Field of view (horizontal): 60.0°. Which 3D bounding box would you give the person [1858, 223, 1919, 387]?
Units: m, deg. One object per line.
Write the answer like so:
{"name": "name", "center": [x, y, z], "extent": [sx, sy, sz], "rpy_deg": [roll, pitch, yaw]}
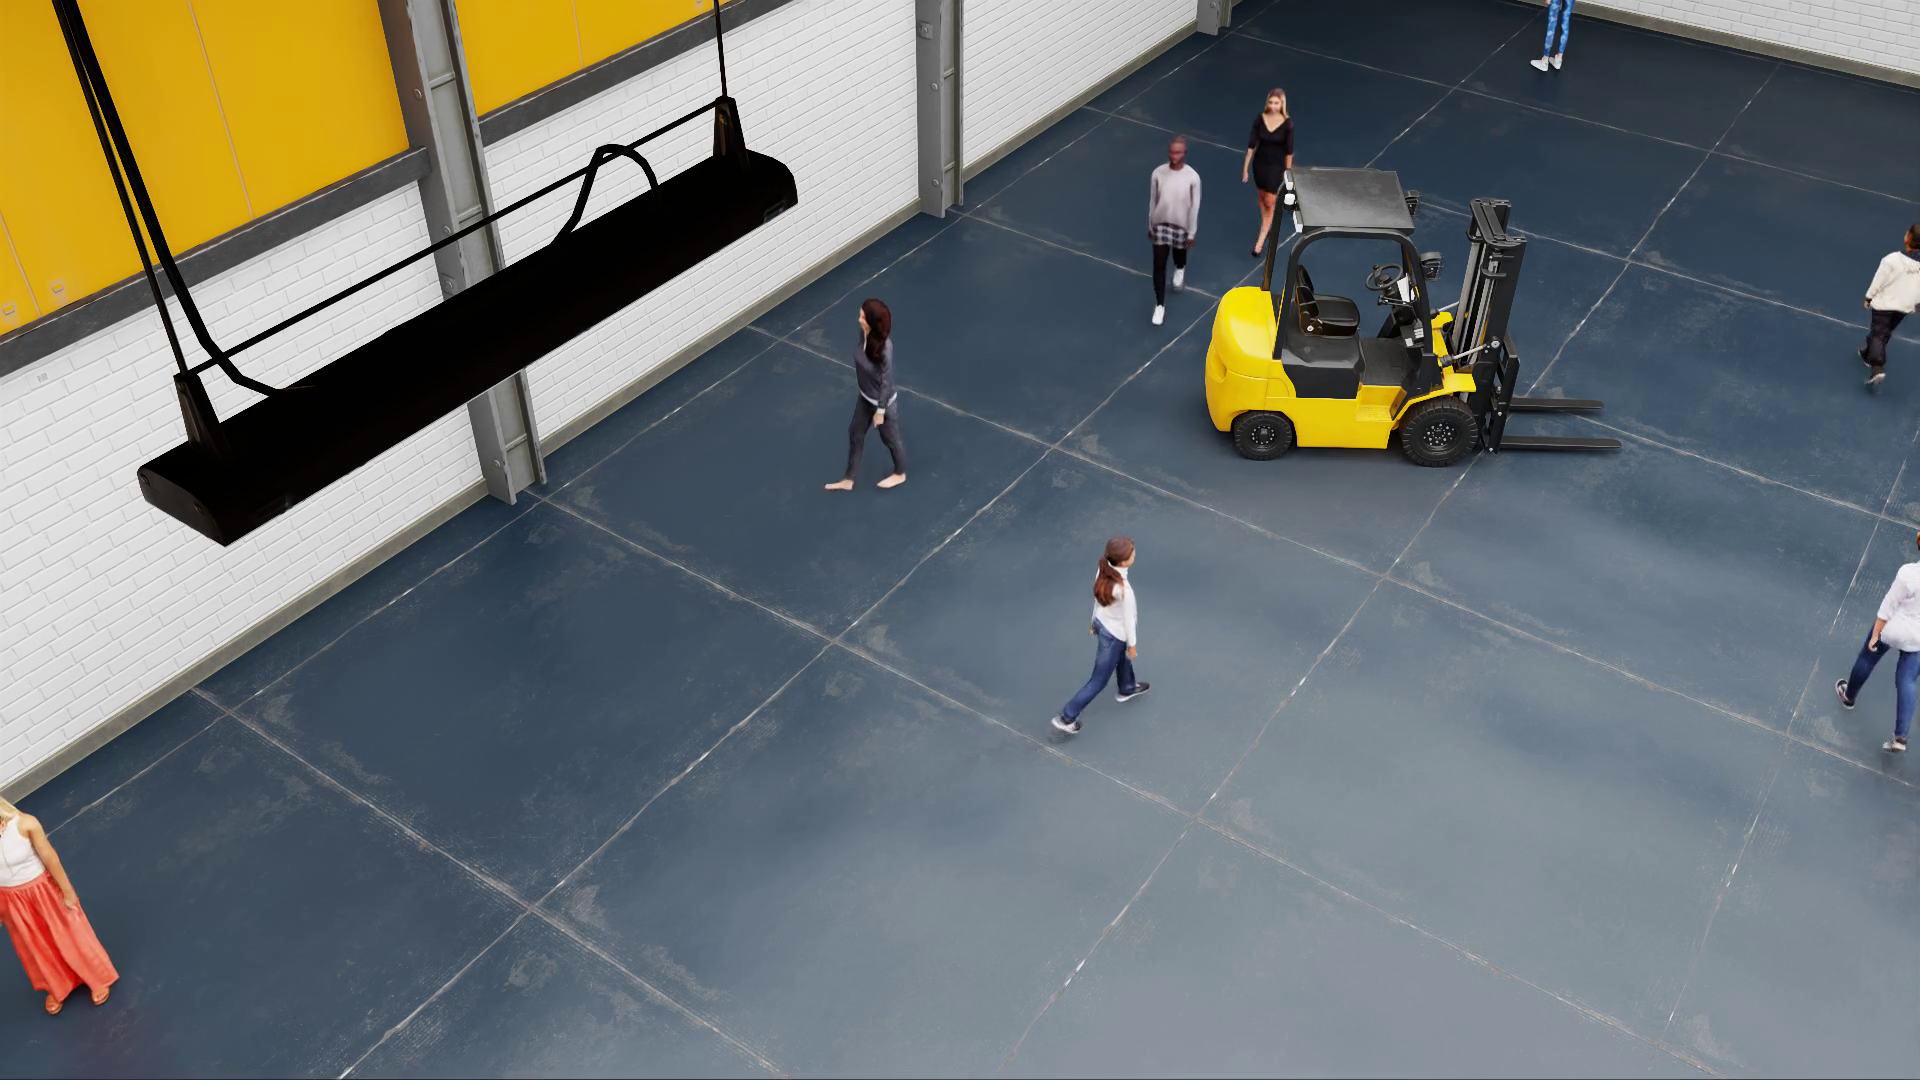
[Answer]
{"name": "person", "center": [8.163, -2.028, 14.504], "extent": [0.880, 1.431, 1.032], "rpy_deg": [2, 39, 3]}

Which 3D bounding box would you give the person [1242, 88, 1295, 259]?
{"name": "person", "center": [3.074, -3.679, 16.399], "extent": [0.671, 1.646, 0.967], "rpy_deg": [17, 42, 20]}

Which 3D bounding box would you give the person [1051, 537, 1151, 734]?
{"name": "person", "center": [0.941, 0.648, 11.077], "extent": [1.140, 1.526, 0.860], "rpy_deg": [-18, 42, -22]}

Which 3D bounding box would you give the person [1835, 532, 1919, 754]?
{"name": "person", "center": [6.259, 0.657, 10.943], "extent": [0.845, 1.679, 1.121], "rpy_deg": [9, 40, 12]}

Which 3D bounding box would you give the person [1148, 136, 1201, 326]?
{"name": "person", "center": [1.975, -2.918, 15.365], "extent": [0.879, 1.748, 1.177], "rpy_deg": [9, 40, 12]}

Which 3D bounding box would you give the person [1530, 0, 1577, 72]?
{"name": "person", "center": [7.190, -6.488, 19.805], "extent": [0.676, 1.785, 0.745], "rpy_deg": [-12, 40, -14]}

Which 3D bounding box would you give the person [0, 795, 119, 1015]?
{"name": "person", "center": [-5.159, 1.953, 9.224], "extent": [0.718, 1.799, 0.791], "rpy_deg": [-9, 39, -11]}

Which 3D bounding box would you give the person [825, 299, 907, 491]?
{"name": "person", "center": [-0.580, -1.146, 13.146], "extent": [1.008, 1.747, 0.831], "rpy_deg": [-23, 44, -26]}
